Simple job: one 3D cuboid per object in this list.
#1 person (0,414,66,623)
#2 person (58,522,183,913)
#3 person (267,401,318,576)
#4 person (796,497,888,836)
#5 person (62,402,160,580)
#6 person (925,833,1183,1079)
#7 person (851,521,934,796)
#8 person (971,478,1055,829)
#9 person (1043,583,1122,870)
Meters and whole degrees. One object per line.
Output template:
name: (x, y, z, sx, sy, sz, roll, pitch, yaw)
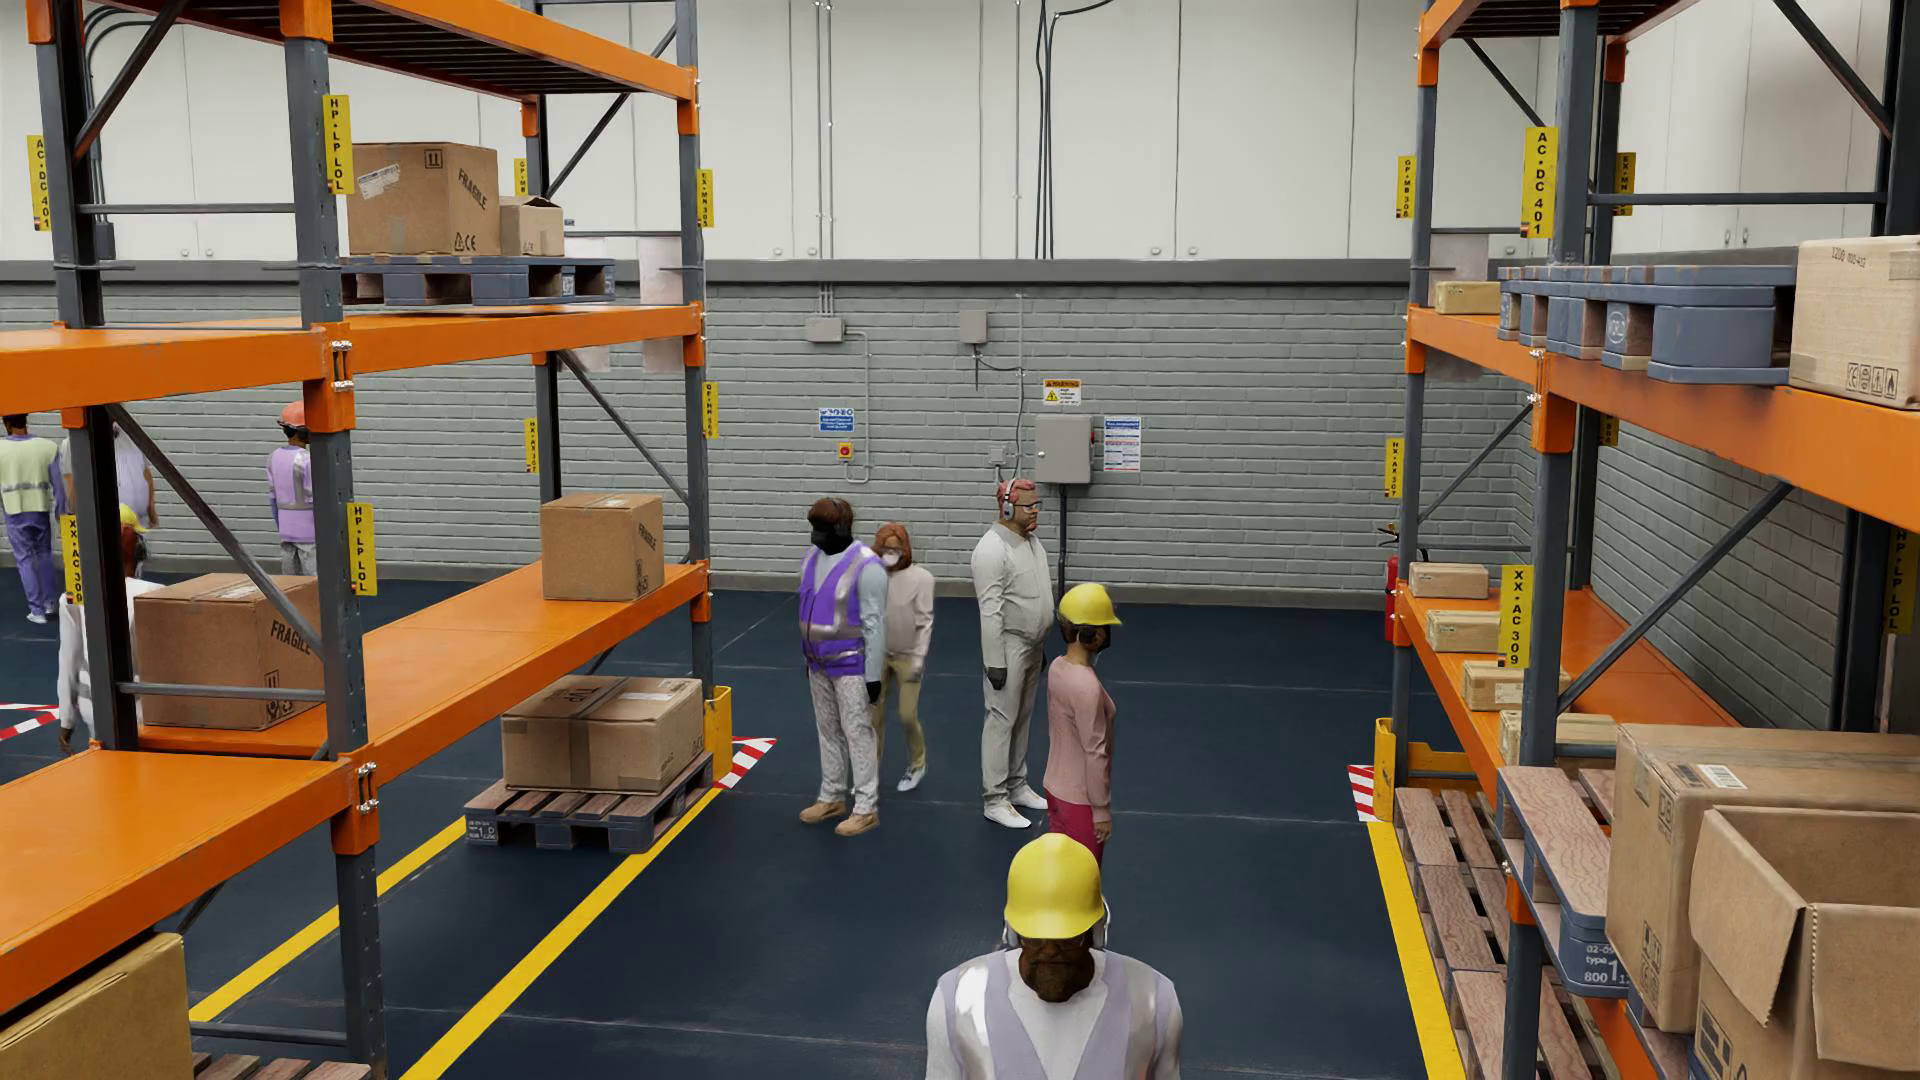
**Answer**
person: (-8.136, -0.243, 14.435, 0.604, 1.890, 0.703, -8, 12, -41)
person: (-4.002, 0.844, 7.970, 0.639, 1.844, 0.723, 1, 9, 3)
person: (-5.017, -0.043, 12.757, 0.607, 2.044, 0.379, 6, 11, 33)
person: (-0.651, 0.674, 9.002, 0.432, 1.833, 0.661, -8, 12, -42)
person: (-7.165, -0.269, 14.158, 0.536, 2.000, 0.693, 6, 11, 32)
person: (0.206, 1.530, 3.697, 0.601, 1.830, 0.404, 0, 9, -2)
person: (-0.379, 0.686, 9.605, 0.522, 1.622, 0.364, 3, 10, 19)
person: (0.318, 0.607, 9.169, 0.410, 1.909, 0.642, 4, 10, 24)
person: (0.507, 1.051, 6.861, 0.309, 1.769, 0.524, -2, 10, -15)
